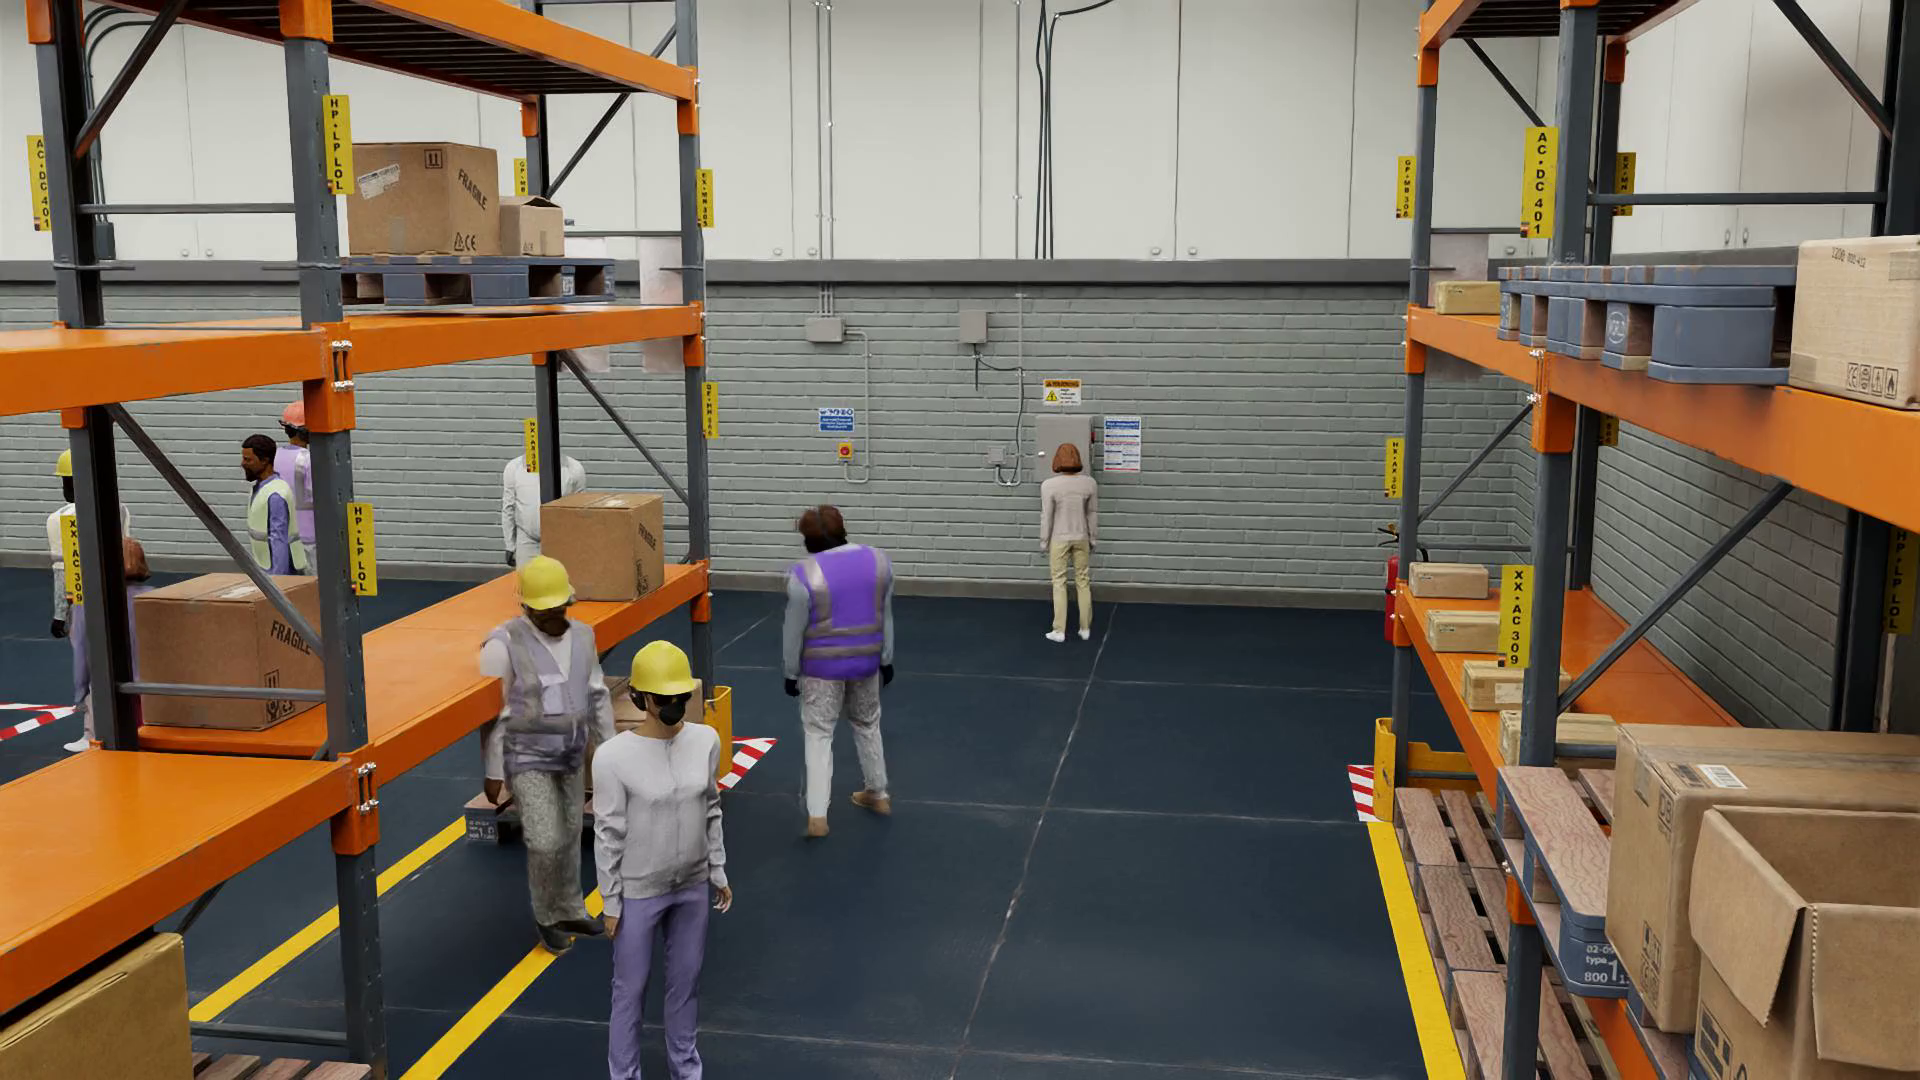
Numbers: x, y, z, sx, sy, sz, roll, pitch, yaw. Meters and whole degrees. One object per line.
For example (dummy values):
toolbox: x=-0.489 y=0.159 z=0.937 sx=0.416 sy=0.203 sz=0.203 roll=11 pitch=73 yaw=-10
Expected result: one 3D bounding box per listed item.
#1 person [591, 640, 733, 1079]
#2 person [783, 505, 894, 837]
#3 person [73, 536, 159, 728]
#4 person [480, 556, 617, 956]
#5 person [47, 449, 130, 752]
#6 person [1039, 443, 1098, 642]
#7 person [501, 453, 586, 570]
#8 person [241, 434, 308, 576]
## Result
person: x=-1.033 y=1.217 z=5.835 sx=0.524 sy=1.770 sz=0.315 roll=-9 pitch=13 yaw=-42
person: x=-0.643 y=0.687 z=9.037 sx=0.669 sy=1.801 sz=0.551 roll=-5 pitch=11 yaw=-29
person: x=-4.461 y=0.786 z=8.929 sx=0.533 sy=1.619 sz=0.375 roll=-5 pitch=11 yaw=-29
person: x=-1.789 y=0.949 z=7.341 sx=0.435 sy=1.807 sz=0.681 roll=6 pitch=11 yaw=31
person: x=-5.490 y=0.380 z=10.502 sx=0.366 sy=1.927 sz=0.585 roll=3 pitch=10 yaw=17
person: x=0.889 y=0.021 z=13.623 sx=0.507 sy=1.630 sz=0.268 roll=-3 pitch=10 yaw=-19
person: x=-3.165 y=0.036 z=12.713 sx=0.639 sy=1.902 sz=0.406 roll=-2 pitch=9 yaw=-13
person: x=-4.758 y=0.214 z=11.578 sx=0.387 sy=1.915 sz=0.591 roll=-6 pitch=11 yaw=-31
